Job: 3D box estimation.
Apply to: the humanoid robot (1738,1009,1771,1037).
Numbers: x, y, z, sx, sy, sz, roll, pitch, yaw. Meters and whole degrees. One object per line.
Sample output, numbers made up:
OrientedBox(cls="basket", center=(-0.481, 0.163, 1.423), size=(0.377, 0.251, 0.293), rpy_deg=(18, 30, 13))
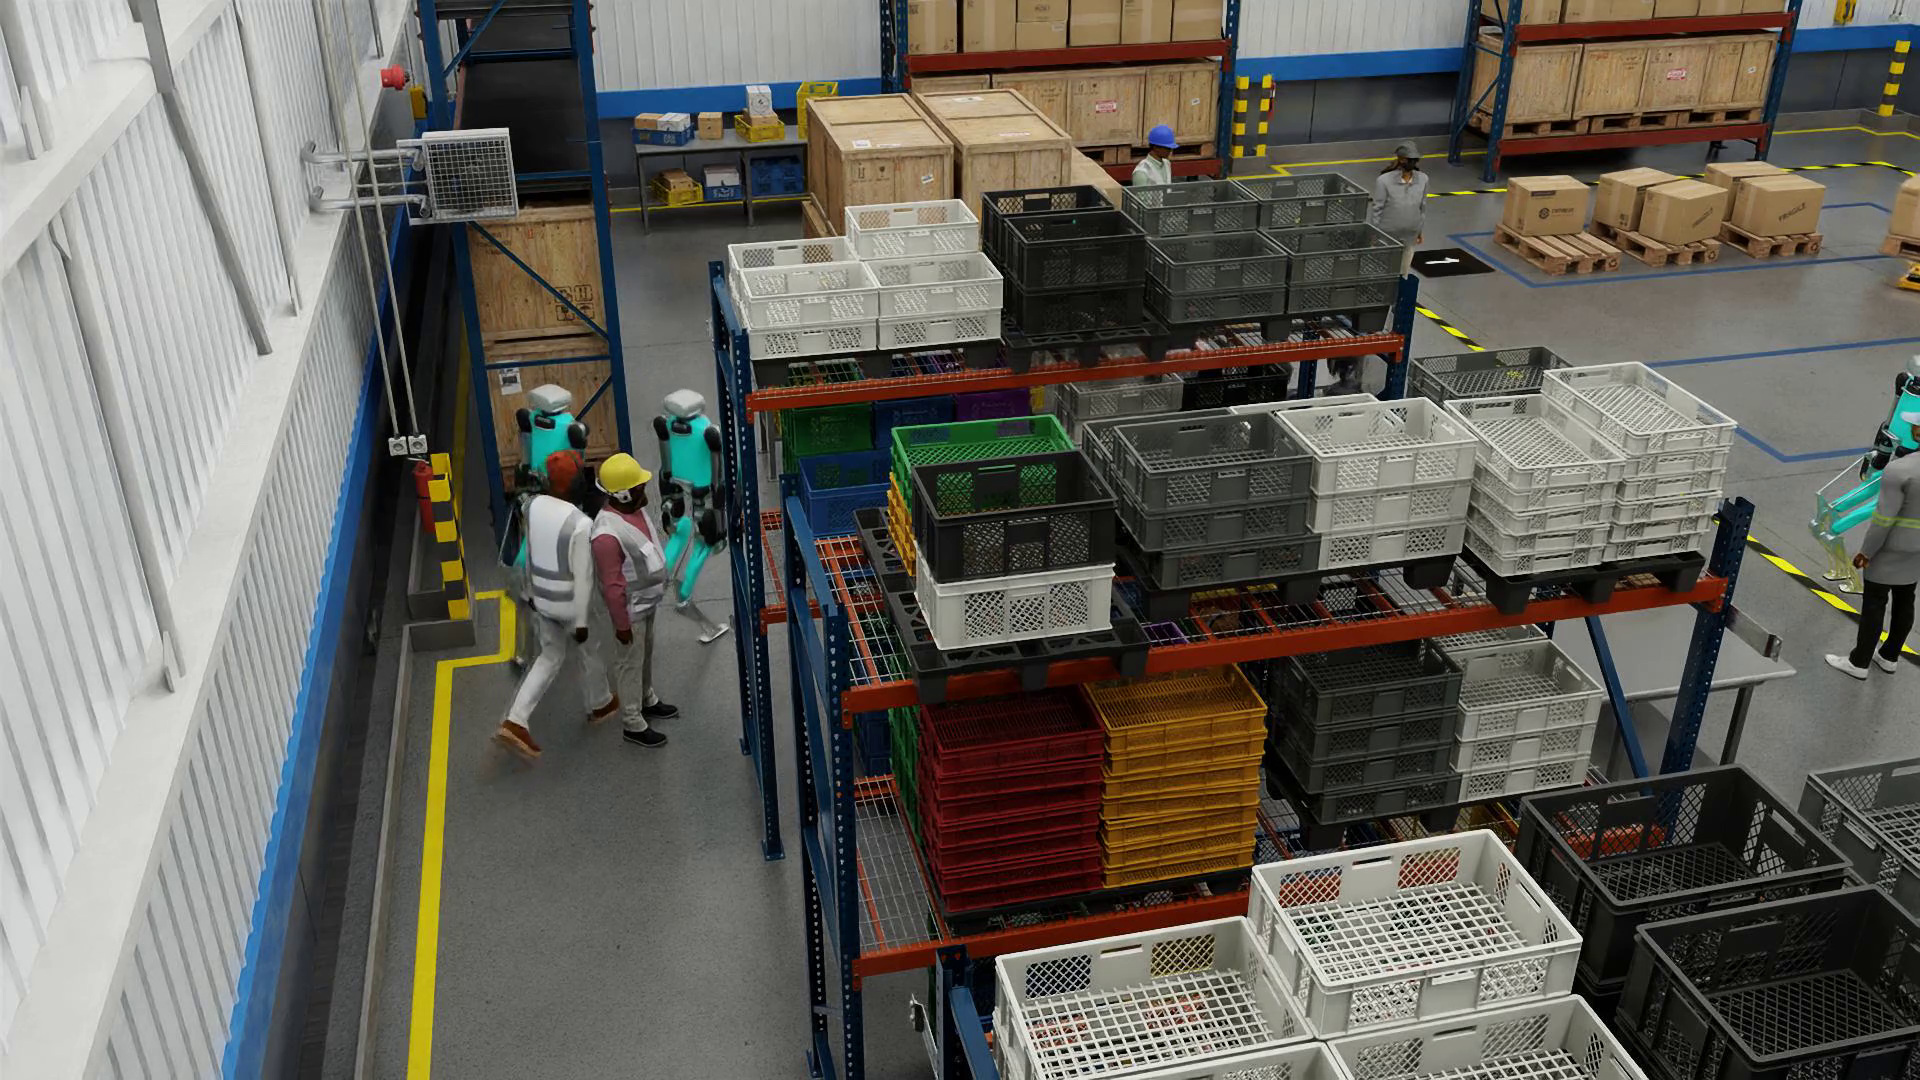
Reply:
OrientedBox(cls="humanoid robot", center=(3.087, 2.279, 6.159), size=(1.051, 1.725, 0.553), rpy_deg=(3, 28, 5))

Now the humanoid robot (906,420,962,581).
OrientedBox(cls="humanoid robot", center=(-0.041, 0.045, 10.372), size=(0.980, 1.734, 0.542), rpy_deg=(-5, 28, -10))

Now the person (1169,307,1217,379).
OrientedBox(cls="person", center=(1.710, -0.832, 11.749), size=(0.509, 2.020, 0.615), rpy_deg=(-3, 28, -6))

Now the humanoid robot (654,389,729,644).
OrientedBox(cls="humanoid robot", center=(-1.860, 0.019, 10.486), size=(0.565, 1.802, 0.926), rpy_deg=(16, 32, 28))

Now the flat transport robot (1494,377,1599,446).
OrientedBox(cls="flat transport robot", center=(4.780, -1.036, 14.013), size=(0.659, 0.231, 1.431), rpy_deg=(-6, 28, -12))

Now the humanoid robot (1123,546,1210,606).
OrientedBox(cls="humanoid robot", center=(1.458, -0.167, 10.925), size=(0.774, 1.626, 0.609), rpy_deg=(14, 31, 25))

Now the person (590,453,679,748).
OrientedBox(cls="person", center=(-1.896, 0.340, 9.718), size=(0.404, 1.835, 0.599), rpy_deg=(3, 28, 5))

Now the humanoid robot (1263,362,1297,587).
OrientedBox(cls="humanoid robot", center=(2.214, -0.444, 11.393), size=(0.453, 1.635, 0.588), rpy_deg=(14, 31, 25))

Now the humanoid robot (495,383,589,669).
OrientedBox(cls="humanoid robot", center=(-2.754, -0.009, 10.562), size=(0.561, 1.828, 0.905), rpy_deg=(14, 31, 25))

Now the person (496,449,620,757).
OrientedBox(cls="person", center=(-2.380, 0.382, 9.656), size=(0.586, 1.836, 0.885), rpy_deg=(16, 32, 28))

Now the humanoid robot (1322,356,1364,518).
OrientedBox(cls="humanoid robot", center=(2.685, -0.569, 11.655), size=(0.596, 1.632, 0.603), rpy_deg=(9, 29, 17))

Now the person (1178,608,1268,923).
OrientedBox(cls="person", center=(1.226, 1.161, 8.171), size=(0.622, 1.835, 0.431), rpy_deg=(-18, 32, -30))

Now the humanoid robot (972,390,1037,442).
OrientedBox(cls="humanoid robot", center=(0.251, -0.449, 11.391), size=(0.601, 1.647, 0.403), rpy_deg=(2, 28, 4))

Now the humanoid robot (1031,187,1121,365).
OrientedBox(cls="humanoid robot", center=(0.959, -2.233, 14.724), size=(1.057, 1.740, 0.548), rpy_deg=(-8, 29, -15))

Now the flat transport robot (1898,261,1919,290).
OrientedBox(cls="flat transport robot", center=(10.377, -2.870, 17.461), size=(0.652, 0.197, 1.431), rpy_deg=(20, 34, 33))

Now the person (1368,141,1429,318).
OrientedBox(cls="person", center=(4.213, -2.979, 16.088), size=(0.572, 1.769, 0.398), rpy_deg=(-6, 28, -11))

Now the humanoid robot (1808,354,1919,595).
OrientedBox(cls="humanoid robot", center=(6.067, -0.429, 11.147), size=(0.735, 1.673, 0.533), rpy_deg=(-1, 28, -2))

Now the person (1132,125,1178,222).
OrientedBox(cls="person", center=(1.851, -3.026, 16.003), size=(0.411, 1.939, 0.606), rpy_deg=(17, 32, 30))

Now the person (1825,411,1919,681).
OrientedBox(cls="person", center=(5.826, 0.008, 10.333), size=(0.596, 1.851, 0.384), rpy_deg=(-8, 29, -15))
